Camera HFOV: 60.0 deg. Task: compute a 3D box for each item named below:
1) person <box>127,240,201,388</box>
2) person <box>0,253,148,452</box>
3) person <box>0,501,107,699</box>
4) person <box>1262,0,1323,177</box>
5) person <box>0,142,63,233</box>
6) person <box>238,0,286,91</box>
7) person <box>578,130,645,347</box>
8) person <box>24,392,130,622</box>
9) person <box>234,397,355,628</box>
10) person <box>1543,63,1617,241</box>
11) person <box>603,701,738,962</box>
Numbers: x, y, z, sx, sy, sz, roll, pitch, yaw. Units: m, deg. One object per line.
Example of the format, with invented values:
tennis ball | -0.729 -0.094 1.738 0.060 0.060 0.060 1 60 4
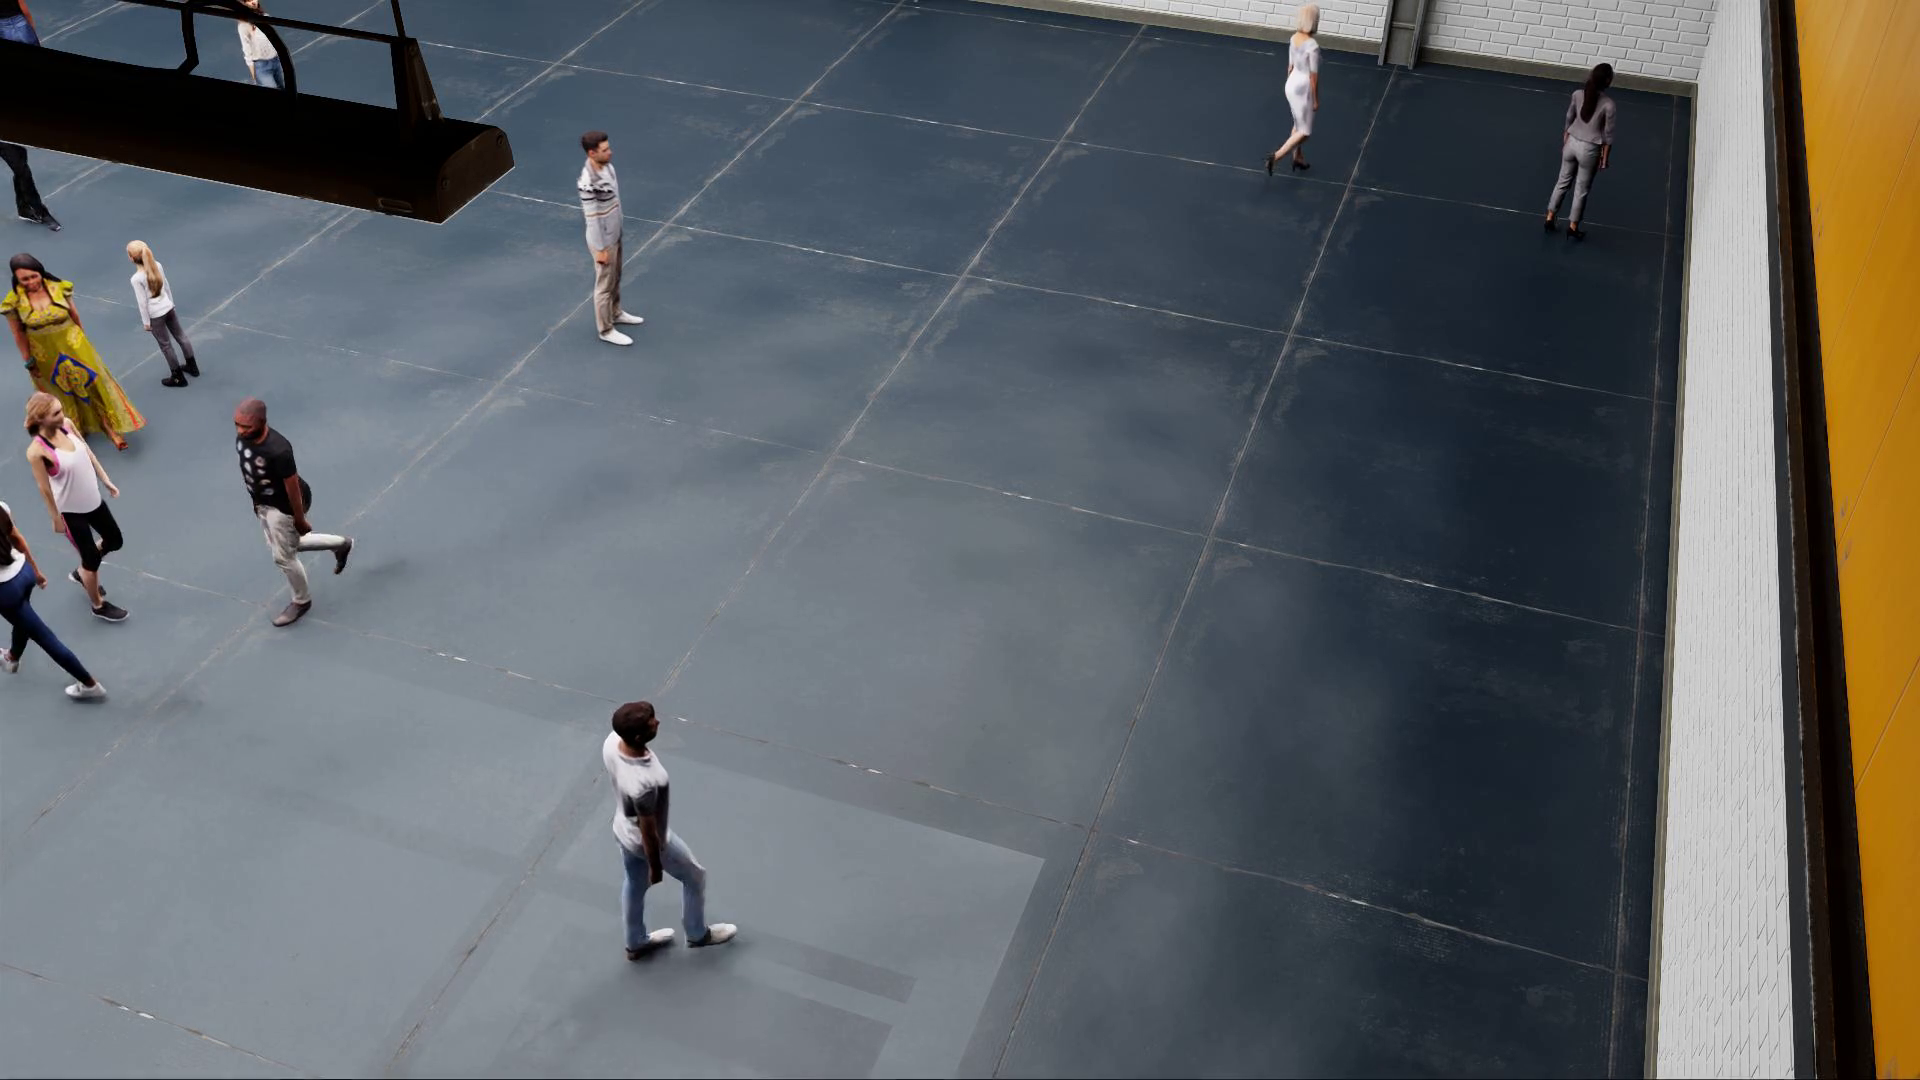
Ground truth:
person | -6.448 -1.835 13.408 0.476 1.278 0.483 13 40 15
person | -6.904 -1.476 12.679 1.116 1.626 1.258 -28 46 -30
person | -5.796 0.332 10.332 1.162 1.732 0.723 6 39 8
person | 3.277 -4.312 16.144 0.987 1.735 0.921 -16 41 -19
person | -8.868 -3.750 15.401 0.912 1.783 0.700 18 42 21
person | -6.961 -4.694 16.638 0.967 1.715 0.722 23 44 26
person | -2.956 -2.544 13.829 0.648 1.860 0.741 3 39 4
person | -5.883 -0.233 11.010 0.780 1.767 0.678 8 39 10
person | -4.416 -0.256 11.032 1.024 1.776 0.965 31 48 33
person | 5.698 -3.550 15.236 0.790 1.677 0.690 -26 45 -29
person | -1.727 1.579 8.687 0.933 1.834 0.897 -25 45 -28
